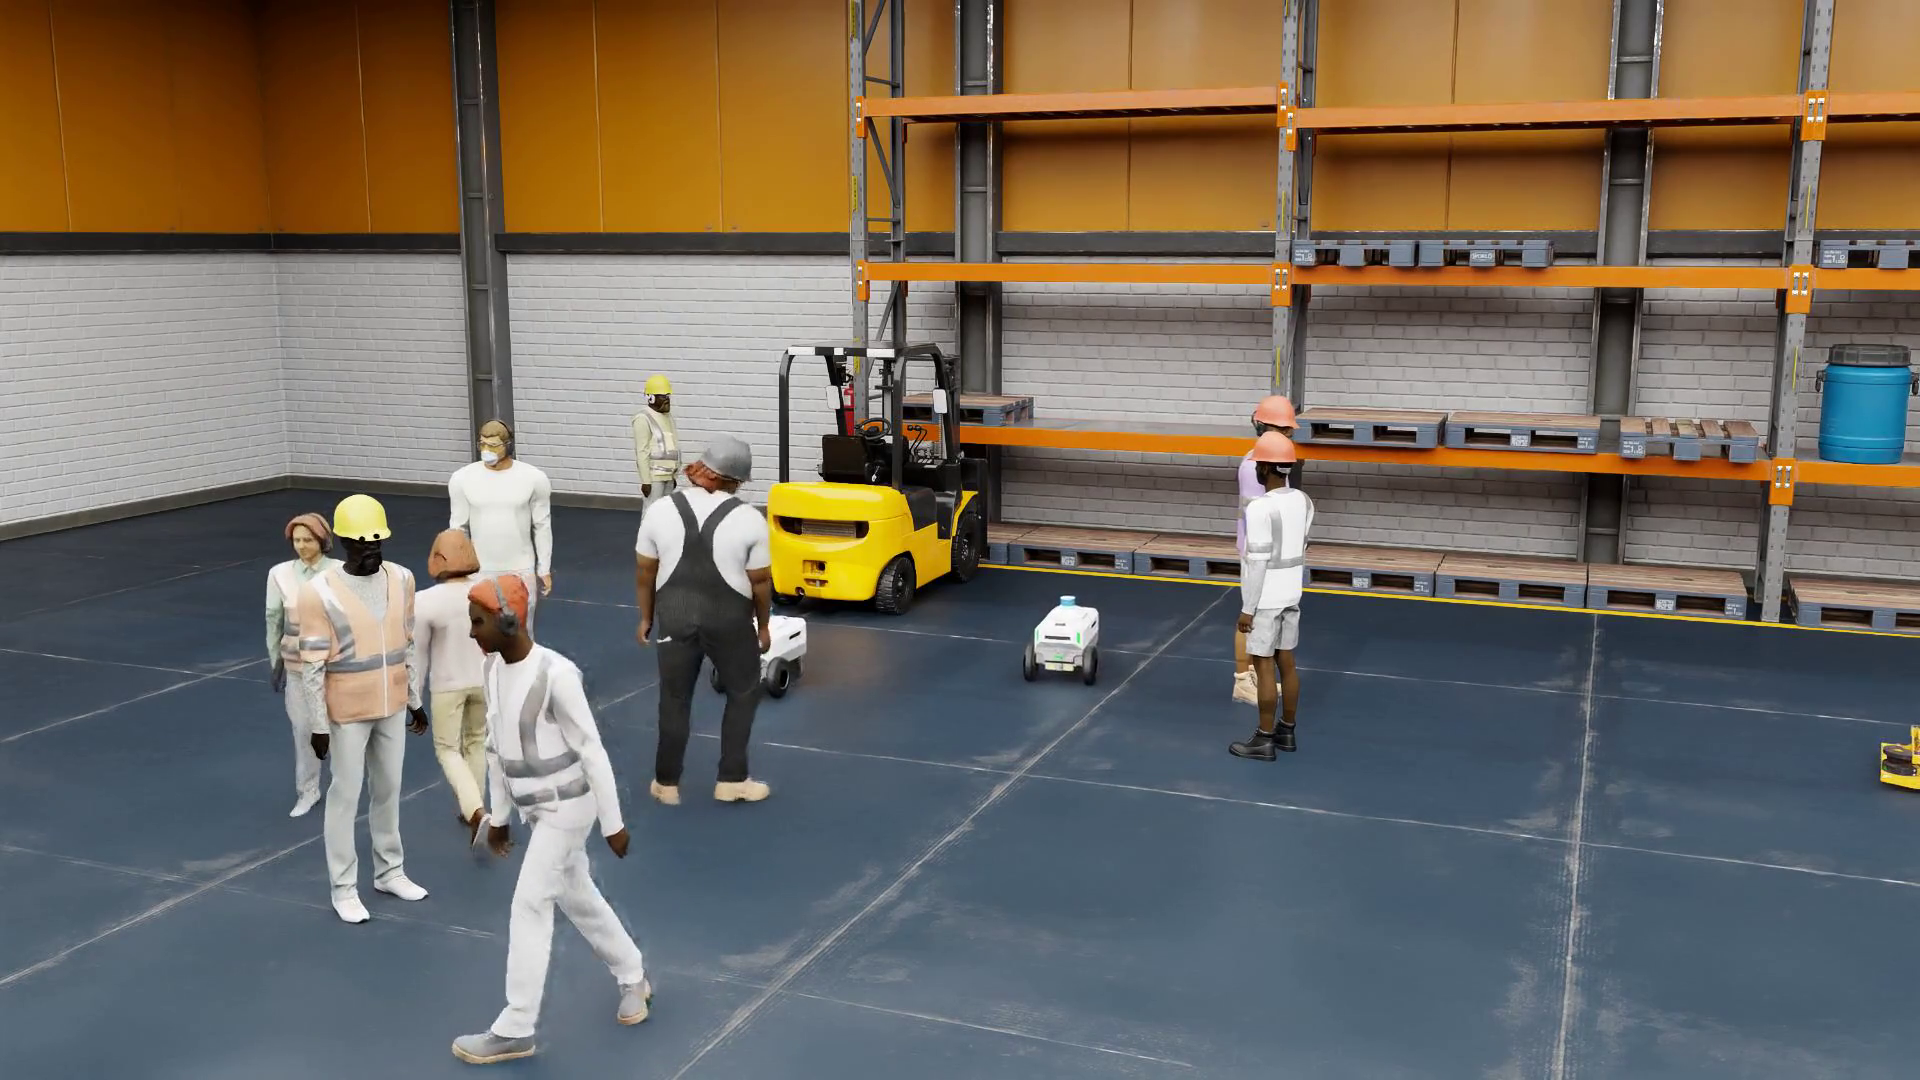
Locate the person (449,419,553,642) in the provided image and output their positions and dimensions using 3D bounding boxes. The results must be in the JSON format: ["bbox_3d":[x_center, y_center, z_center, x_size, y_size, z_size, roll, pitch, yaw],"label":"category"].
[{"bbox_3d":[-2.894,0.194,10.533,0.629,1.937,0.379,-2,10,-11],"label":"person"}]

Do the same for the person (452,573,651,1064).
[{"bbox_3d":[-1.515,1.016,6.280,0.829,1.838,0.590,-7,12,-35],"label":"person"}]

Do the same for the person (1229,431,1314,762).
[{"bbox_3d":[1.818,0.329,9.773,0.360,1.938,0.546,9,14,43],"label":"person"}]

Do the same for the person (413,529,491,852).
[{"bbox_3d":[-2.487,0.749,8.355,0.514,1.616,0.687,-7,13,-36],"label":"person"}]

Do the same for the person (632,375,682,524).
[{"bbox_3d":[-2.754,-0.601,15.247,0.404,1.829,0.600,3,11,16],"label":"person"}]

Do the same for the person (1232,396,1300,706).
[{"bbox_3d":[2.026,0.065,10.957,0.392,2.038,0.611,5,11,25],"label":"person"}]

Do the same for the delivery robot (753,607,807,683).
[{"bbox_3d":[-1.327,0.692,11.343,0.477,0.478,0.707,4,11,20],"label":"delivery robot"}]

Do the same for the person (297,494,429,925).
[{"bbox_3d":[-2.659,0.743,7.496,0.384,1.925,0.593,7,12,34],"label":"person"}]

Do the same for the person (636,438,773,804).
[{"bbox_3d":[-1.371,0.411,9.030,0.747,2.000,0.534,1,10,5],"label":"person"}]

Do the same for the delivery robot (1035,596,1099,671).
[{"bbox_3d":[0.753,0.636,11.656,0.477,0.478,0.707,3,11,14],"label":"delivery robot"}]

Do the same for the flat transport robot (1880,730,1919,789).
[{"bbox_3d":[5.898,1.271,9.169,1.431,0.197,0.652,5,12,28],"label":"flat transport robot"}]

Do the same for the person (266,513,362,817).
[{"bbox_3d":[-3.367,0.665,8.746,0.522,1.639,0.308,0,10,-2],"label":"person"}]

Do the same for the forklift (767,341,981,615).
[{"bbox_3d":[-0.739,-0.602,14.246,1.214,2.155,2.313,4,11,21],"label":"forklift"}]
